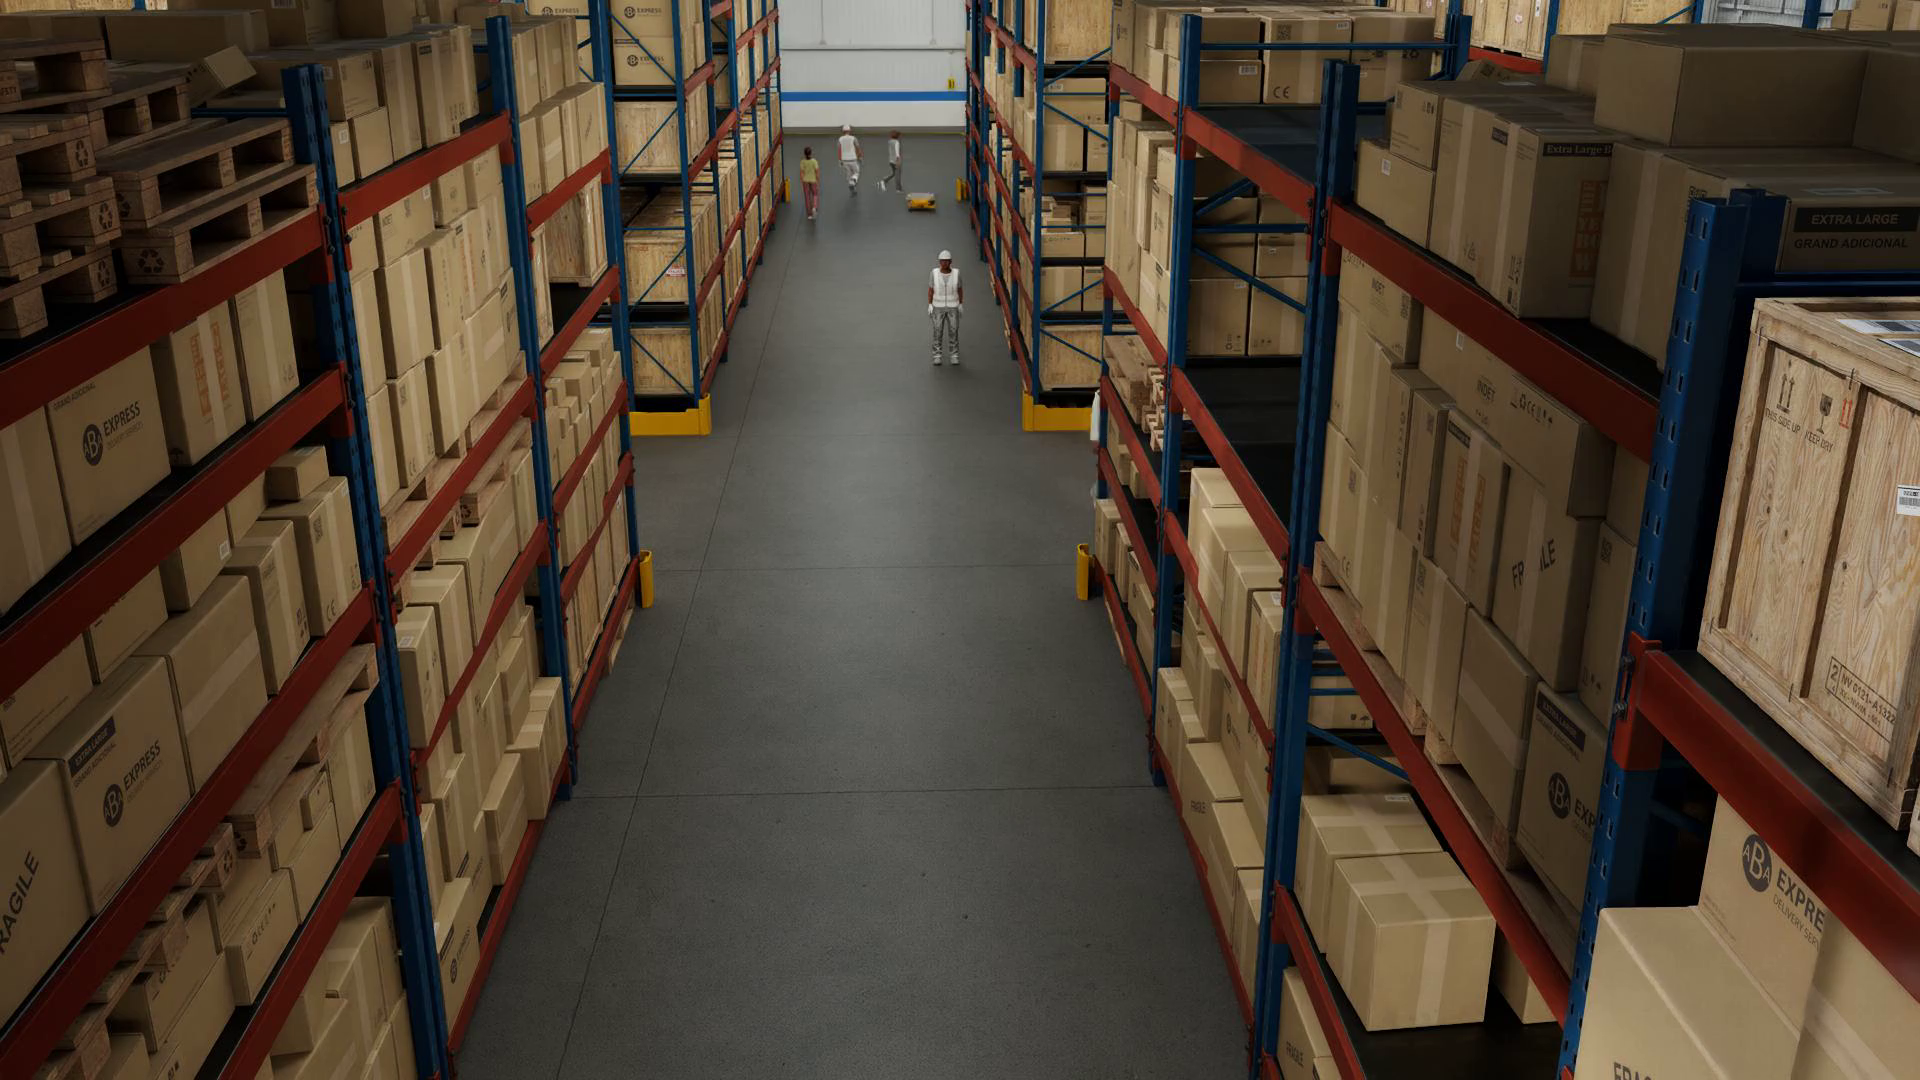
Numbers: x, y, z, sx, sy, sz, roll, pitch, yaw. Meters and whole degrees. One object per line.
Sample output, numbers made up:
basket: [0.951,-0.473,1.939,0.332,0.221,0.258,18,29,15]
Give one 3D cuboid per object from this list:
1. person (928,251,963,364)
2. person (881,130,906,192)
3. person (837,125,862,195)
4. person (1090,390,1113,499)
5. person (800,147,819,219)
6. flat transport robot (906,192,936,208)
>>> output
person: [-0.222,-3.681,26.329,0.556,1.789,0.389,-1,20,-3]
person: [-1.734,-9.737,42.818,0.714,1.591,0.430,-16,26,-36]
person: [-2.807,-9.657,42.330,0.613,1.769,0.685,2,21,5]
person: [1.860,-1.151,19.499,0.594,1.791,0.466,-13,24,-31]
person: [-3.527,-8.380,39.042,0.443,1.667,0.496,-2,21,-5]
flat transport robot: [-0.974,-8.402,41.253,0.659,0.265,1.431,-2,21,-4]
